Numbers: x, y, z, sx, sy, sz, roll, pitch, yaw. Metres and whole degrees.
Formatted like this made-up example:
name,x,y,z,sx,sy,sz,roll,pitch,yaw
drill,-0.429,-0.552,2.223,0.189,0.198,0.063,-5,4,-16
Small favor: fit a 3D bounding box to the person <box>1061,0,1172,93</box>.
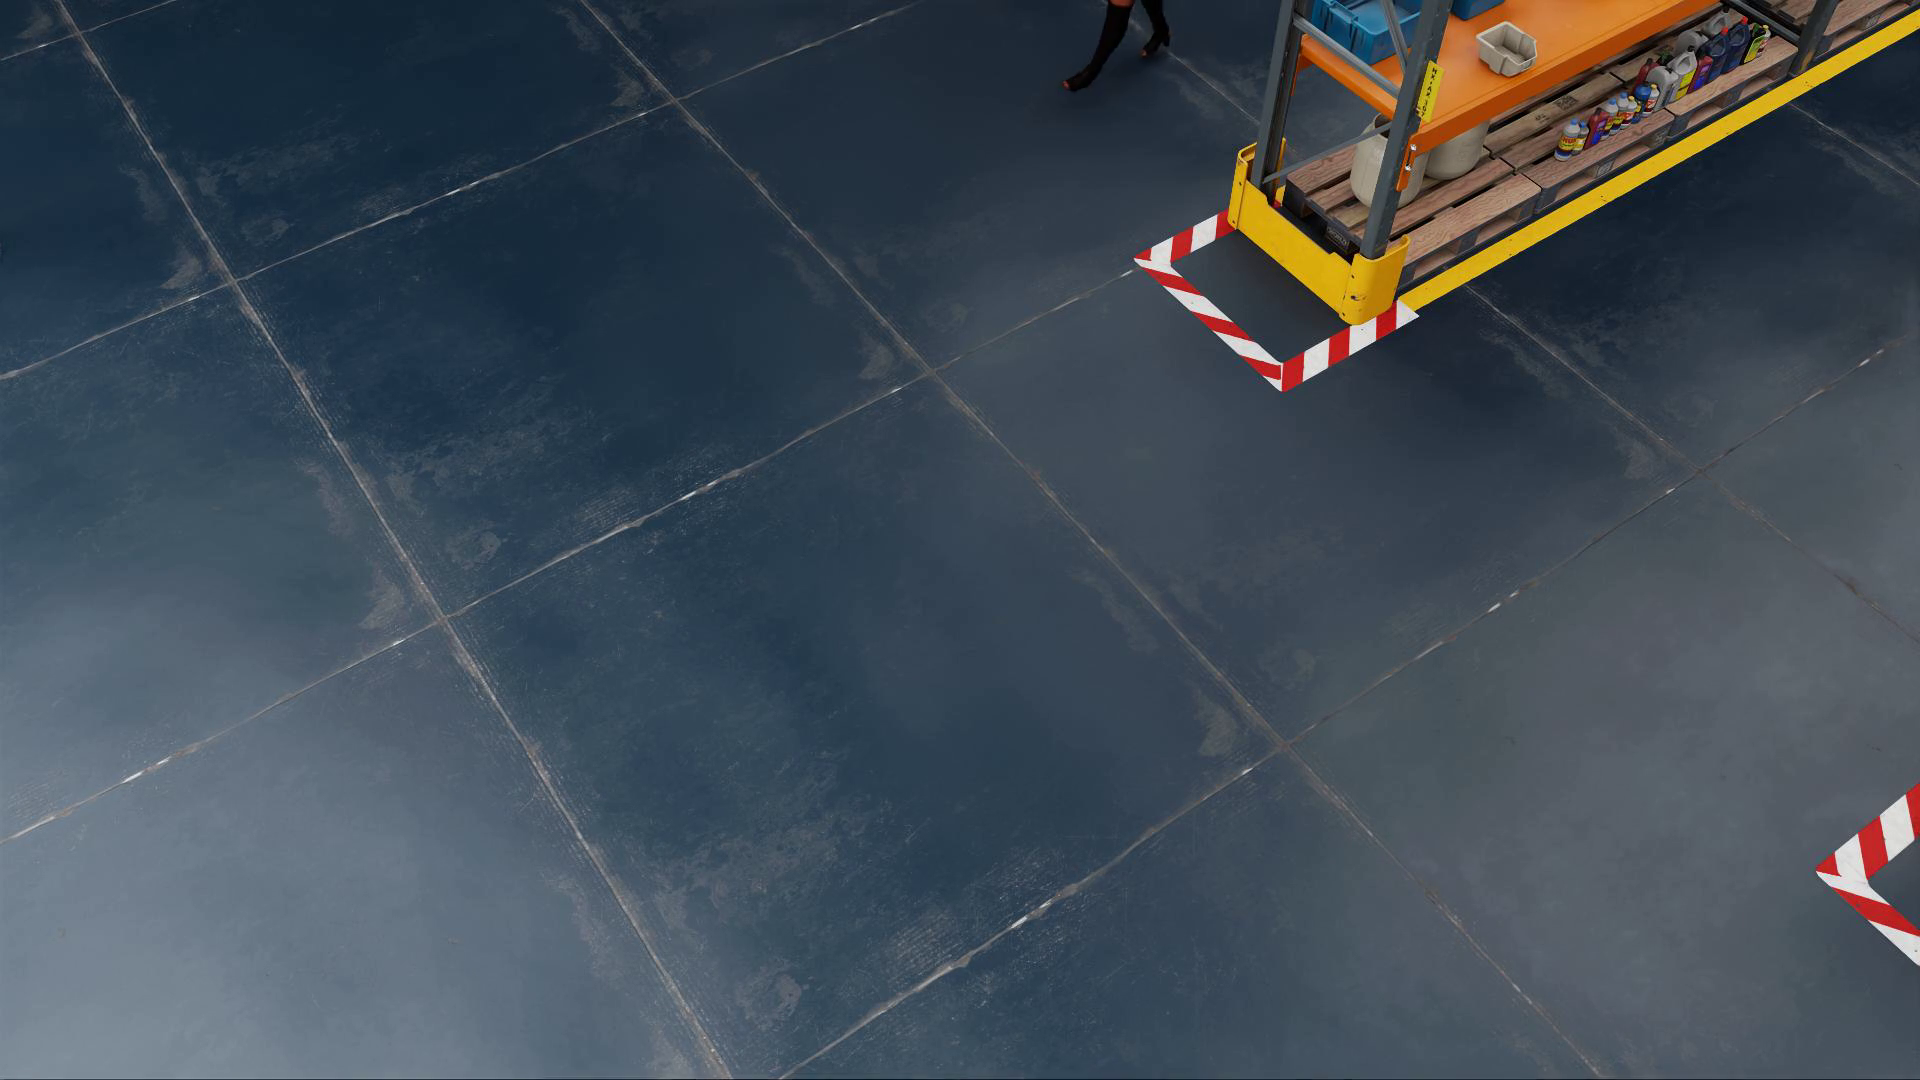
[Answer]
name,x,y,z,sx,sy,sz,roll,pitch,yaw
person,1.173,-3.731,10.479,1.182,1.799,0.697,-26,57,-19
